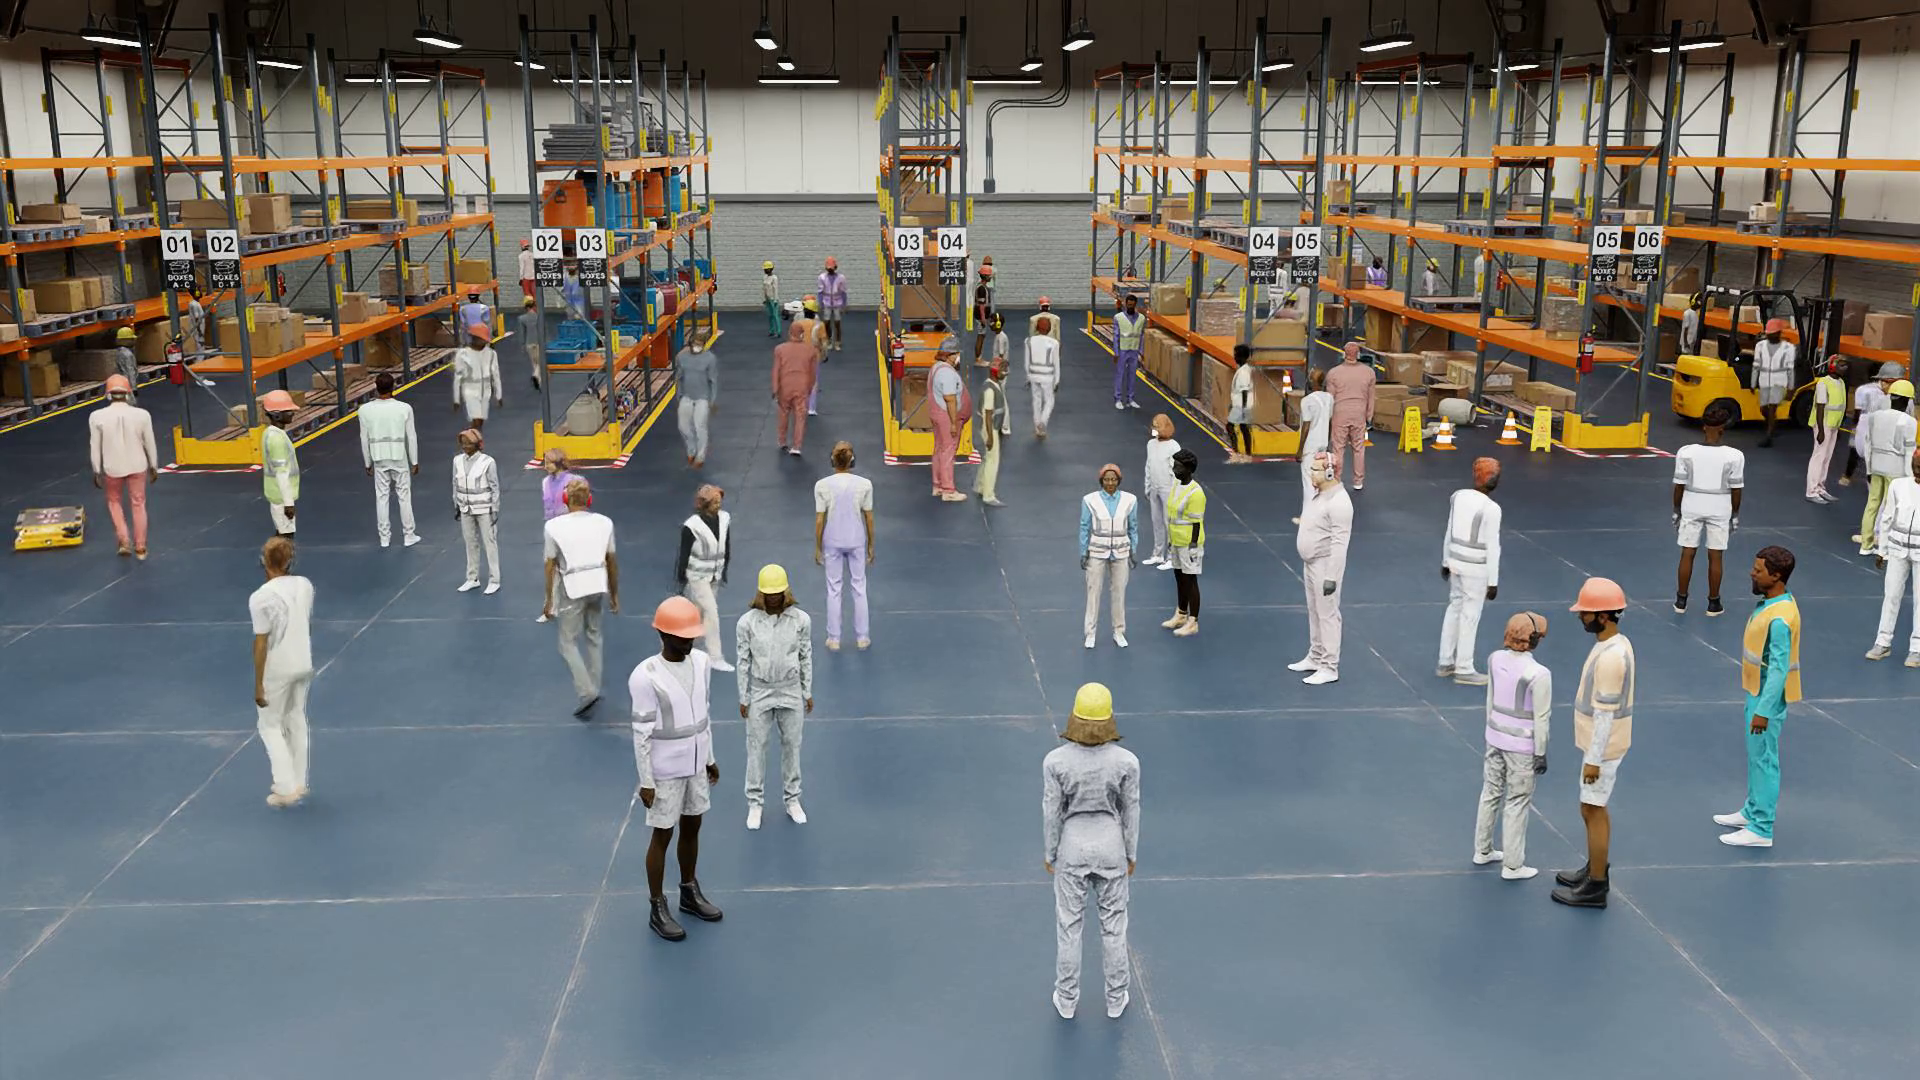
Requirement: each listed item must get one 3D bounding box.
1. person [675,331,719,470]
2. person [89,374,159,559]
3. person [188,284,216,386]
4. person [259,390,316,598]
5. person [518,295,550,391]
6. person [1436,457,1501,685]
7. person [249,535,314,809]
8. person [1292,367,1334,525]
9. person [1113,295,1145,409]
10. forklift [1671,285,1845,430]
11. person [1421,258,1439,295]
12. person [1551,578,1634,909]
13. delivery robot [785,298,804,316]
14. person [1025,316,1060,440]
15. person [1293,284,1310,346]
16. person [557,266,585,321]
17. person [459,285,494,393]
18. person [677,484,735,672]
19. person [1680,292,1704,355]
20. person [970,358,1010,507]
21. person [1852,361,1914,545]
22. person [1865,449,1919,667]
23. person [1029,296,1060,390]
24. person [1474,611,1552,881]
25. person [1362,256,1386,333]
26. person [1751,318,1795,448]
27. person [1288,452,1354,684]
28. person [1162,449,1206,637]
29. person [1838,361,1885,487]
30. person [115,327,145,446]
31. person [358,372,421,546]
[{"bbox_3d":[-3.589,-1.884,22.539,0.664,1.903,0.468,4,14,18],"label":"person"},{"bbox_3d":[-8.901,-0.786,17.731,0.657,1.973,0.587,-8,15,-30],"label":"person"},{"bbox_3d":[-13.994,-3.780,30.633,0.316,1.875,0.531,-7,15,-28],"label":"person"},{"bbox_3d":[-6.527,-0.434,16.099,0.379,2.045,0.605,-7,15,-27],"label":"person"},{"bbox_3d":[-7.619,-3.503,29.735,0.558,1.733,0.579,1,13,5],"label":"person"},{"bbox_3d":[4.176,0.248,13.582,0.357,1.878,0.608,-5,14,-21],"label":"person"},{"bbox_3d":[-4.502,0.871,11.039,0.395,1.832,0.542,6,15,25],"label":"person"},{"bbox_3d":[4.089,-1.075,19.240,0.515,1.844,0.329,-10,17,-36],"label":"person"},{"bbox_3d":[2.828,-3.165,27.950,0.587,1.915,0.395,-6,15,-24],"label":"person"},{"bbox_3d":[12.503,-2.886,26.166,2.313,2.155,1.214,-1,13,-3],"label":"forklift"},{"bbox_3d":[10.813,-5.566,38.302,0.404,1.827,0.601,2,13,6],"label":"person"},{"bbox_3d":[3.663,1.161,9.608,0.391,1.923,0.548,5,14,21],"label":"person"},{"bbox_3d":[-4.126,-5.895,42.222,0.707,0.478,0.477,12,18,43],"label":"delivery robot"},{"bbox_3d":[1.207,-2.401,24.822,0.572,1.869,0.512,6,14,23],"label":"person"},{"bbox_3d":[7.522,-4.942,36.194,0.511,1.570,0.890,10,17,37],"label":"person"},{"bbox_3d":[-8.346,-5.045,35.736,0.630,1.986,1.041,1,13,2],"label":"person"},{"bbox_3d":[-8.584,-3.555,29.554,0.543,1.935,0.370,-1,13,-6],"label":"person"},{"bbox_3d":[-2.224,0.283,14.016,0.768,1.596,0.526,9,16,32],"label":"person"},{"bbox_3d":[12.700,-3.369,28.920,0.328,1.865,0.520,10,17,37],"label":"person"},{"bbox_3d":[0.348,-1.330,20.370,0.517,1.823,0.725,1,13,5],"label":"person"},{"bbox_3d":[10.208,-0.981,18.425,0.535,2.000,0.679,11,17,39],"label":"person"},{"bbox_3d":[8.053,0.129,14.051,0.355,1.887,0.573,-12,18,-41],"label":"person"},{"bbox_3d":[1.492,-3.437,29.472,0.563,1.742,0.360,-2,13,-7],"label":"person"},{"bbox_3d":[3.317,1.226,9.959,0.314,1.629,0.508,-5,14,-20],"label":"person"},{"bbox_3d":[9.775,-5.780,39.211,0.627,1.834,0.431,-4,14,-18],"label":"person"},{"bbox_3d":[11.961,-2.329,24.435,0.593,1.904,0.748,12,18,42],"label":"person"},{"bbox_3d":[2.951,0.222,13.615,0.409,1.908,0.647,-1,13,-6],"label":"person"},{"bbox_3d":[2.022,0.018,14.946,0.319,1.694,0.533,-4,14,-17],"label":"person"},{"bbox_3d":[11.632,-1.430,21.174,0.551,1.654,0.799,-2,13,-7],"label":"person"},{"bbox_3d":[-12.204,-2.255,24.458,0.323,1.742,0.492,-13,18,-43],"label":"person"},{"bbox_3d":[-6.247,-0.876,18.241,0.591,1.919,0.392,-2,13,-7],"label":"person"}]
